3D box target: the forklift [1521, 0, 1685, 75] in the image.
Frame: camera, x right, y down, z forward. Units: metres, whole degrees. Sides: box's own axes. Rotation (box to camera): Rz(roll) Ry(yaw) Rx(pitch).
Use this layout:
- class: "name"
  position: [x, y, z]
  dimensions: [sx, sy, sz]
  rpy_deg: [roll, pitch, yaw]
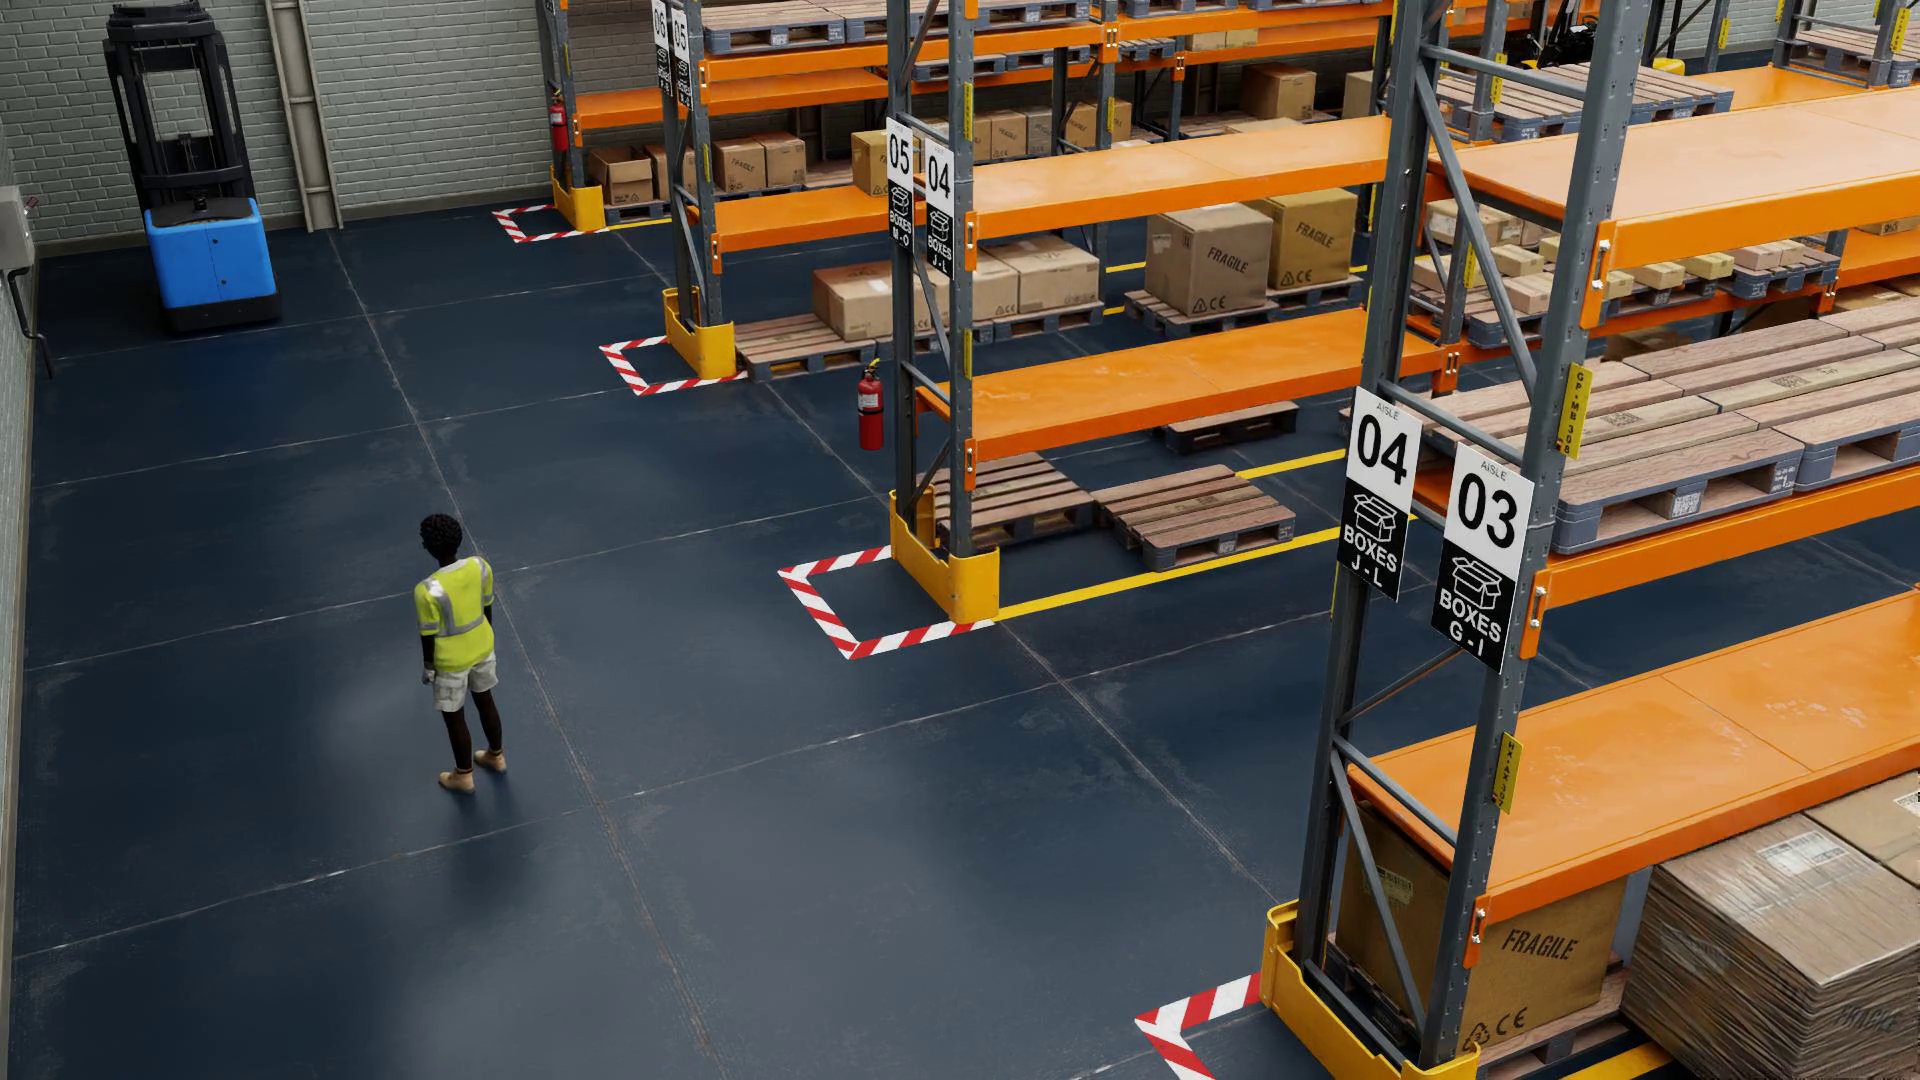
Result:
- class: "forklift"
  position: [8.950, -6.807, 23.056]
  dimensions: [1.214, 2.155, 2.313]
  rpy_deg: [-12, 30, -22]

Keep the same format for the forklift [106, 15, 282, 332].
- class: "forklift"
  position: [-7.548, -3.672, 16.323]
  dimensions: [1.129, 2.768, 1.873]
  rpy_deg: [-12, 30, -22]

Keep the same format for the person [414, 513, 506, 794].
- class: "person"
  position: [-2.804, 0.632, 9.352]
  dimensions: [0.326, 1.685, 0.538]
  rpy_deg: [14, 31, 25]
